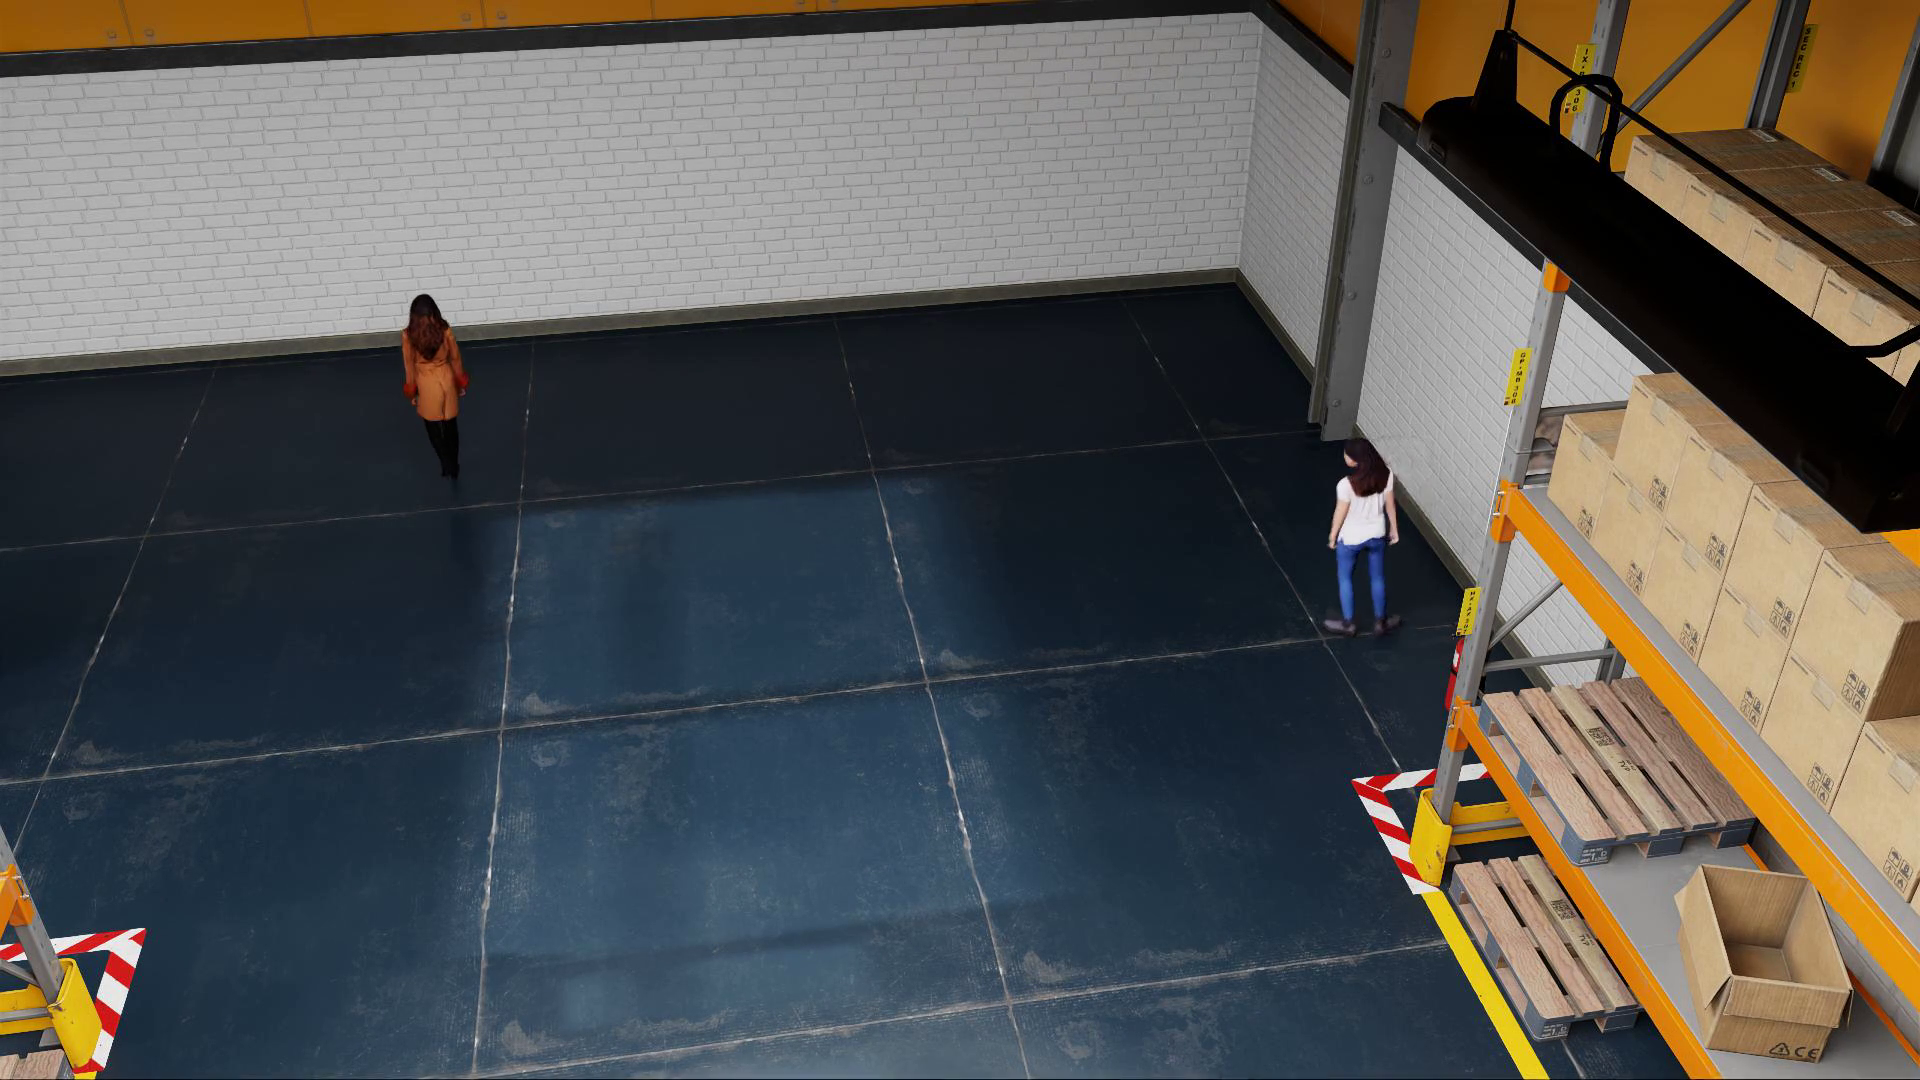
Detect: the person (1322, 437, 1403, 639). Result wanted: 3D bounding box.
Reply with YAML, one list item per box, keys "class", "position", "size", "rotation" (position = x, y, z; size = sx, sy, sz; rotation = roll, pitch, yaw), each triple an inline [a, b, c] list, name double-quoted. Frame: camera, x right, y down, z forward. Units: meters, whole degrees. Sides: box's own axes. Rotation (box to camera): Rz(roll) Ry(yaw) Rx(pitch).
- class: "person"
  position: [2.971, 0.020, 12.034]
  size: [0.833, 1.652, 0.606]
  rotation: [-3, 34, -4]

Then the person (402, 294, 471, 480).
- class: "person"
  position: [-4.346, -1.215, 13.838]
  size: [0.784, 1.709, 0.858]
  rotation: [-12, 35, -17]
